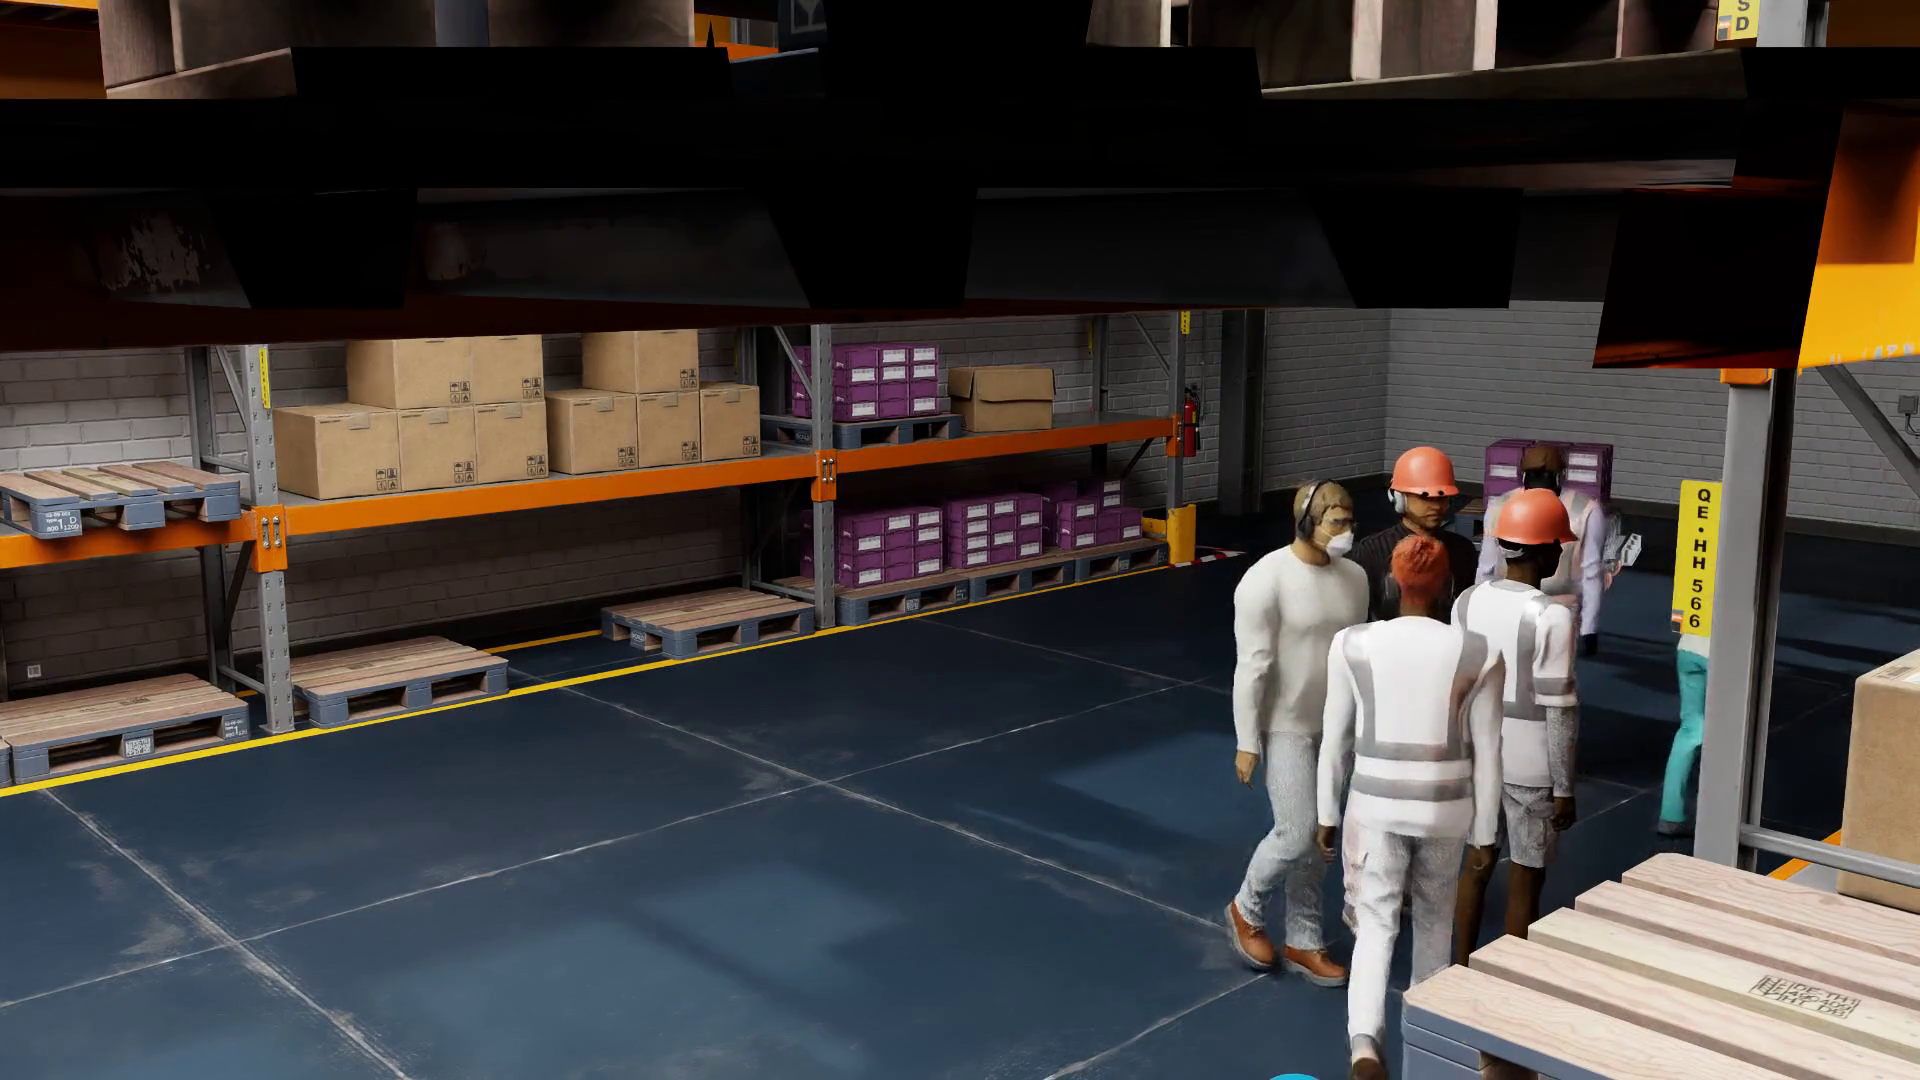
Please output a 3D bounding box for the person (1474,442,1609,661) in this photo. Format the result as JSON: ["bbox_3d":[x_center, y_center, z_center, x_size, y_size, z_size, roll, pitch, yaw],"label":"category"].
[{"bbox_3d":[2.904,0.406,8.404,0.655,1.824,0.448,7,12,37],"label":"person"}]

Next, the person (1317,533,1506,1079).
[{"bbox_3d":[1.438,0.916,5.373,0.582,1.856,0.817,3,10,18],"label":"person"}]

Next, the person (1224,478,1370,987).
[{"bbox_3d":[1.305,0.722,6.229,0.658,1.928,0.413,-7,12,-35],"label":"person"}]

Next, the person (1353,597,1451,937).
[{"bbox_3d":[1.800,0.797,6.668,0.509,1.631,0.269,0,10,2],"label":"person"}]

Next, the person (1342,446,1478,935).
[{"bbox_3d":[1.814,0.611,6.693,0.612,1.994,0.395,-4,10,-20],"label":"person"}]

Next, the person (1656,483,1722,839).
[{"bbox_3d":[3.522,0.560,7.764,0.560,1.725,0.540,-4,10,-20],"label":"person"}]

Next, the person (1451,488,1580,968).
[{"bbox_3d":[1.969,0.780,5.871,0.360,1.939,0.543,-5,11,-26],"label":"person"}]
